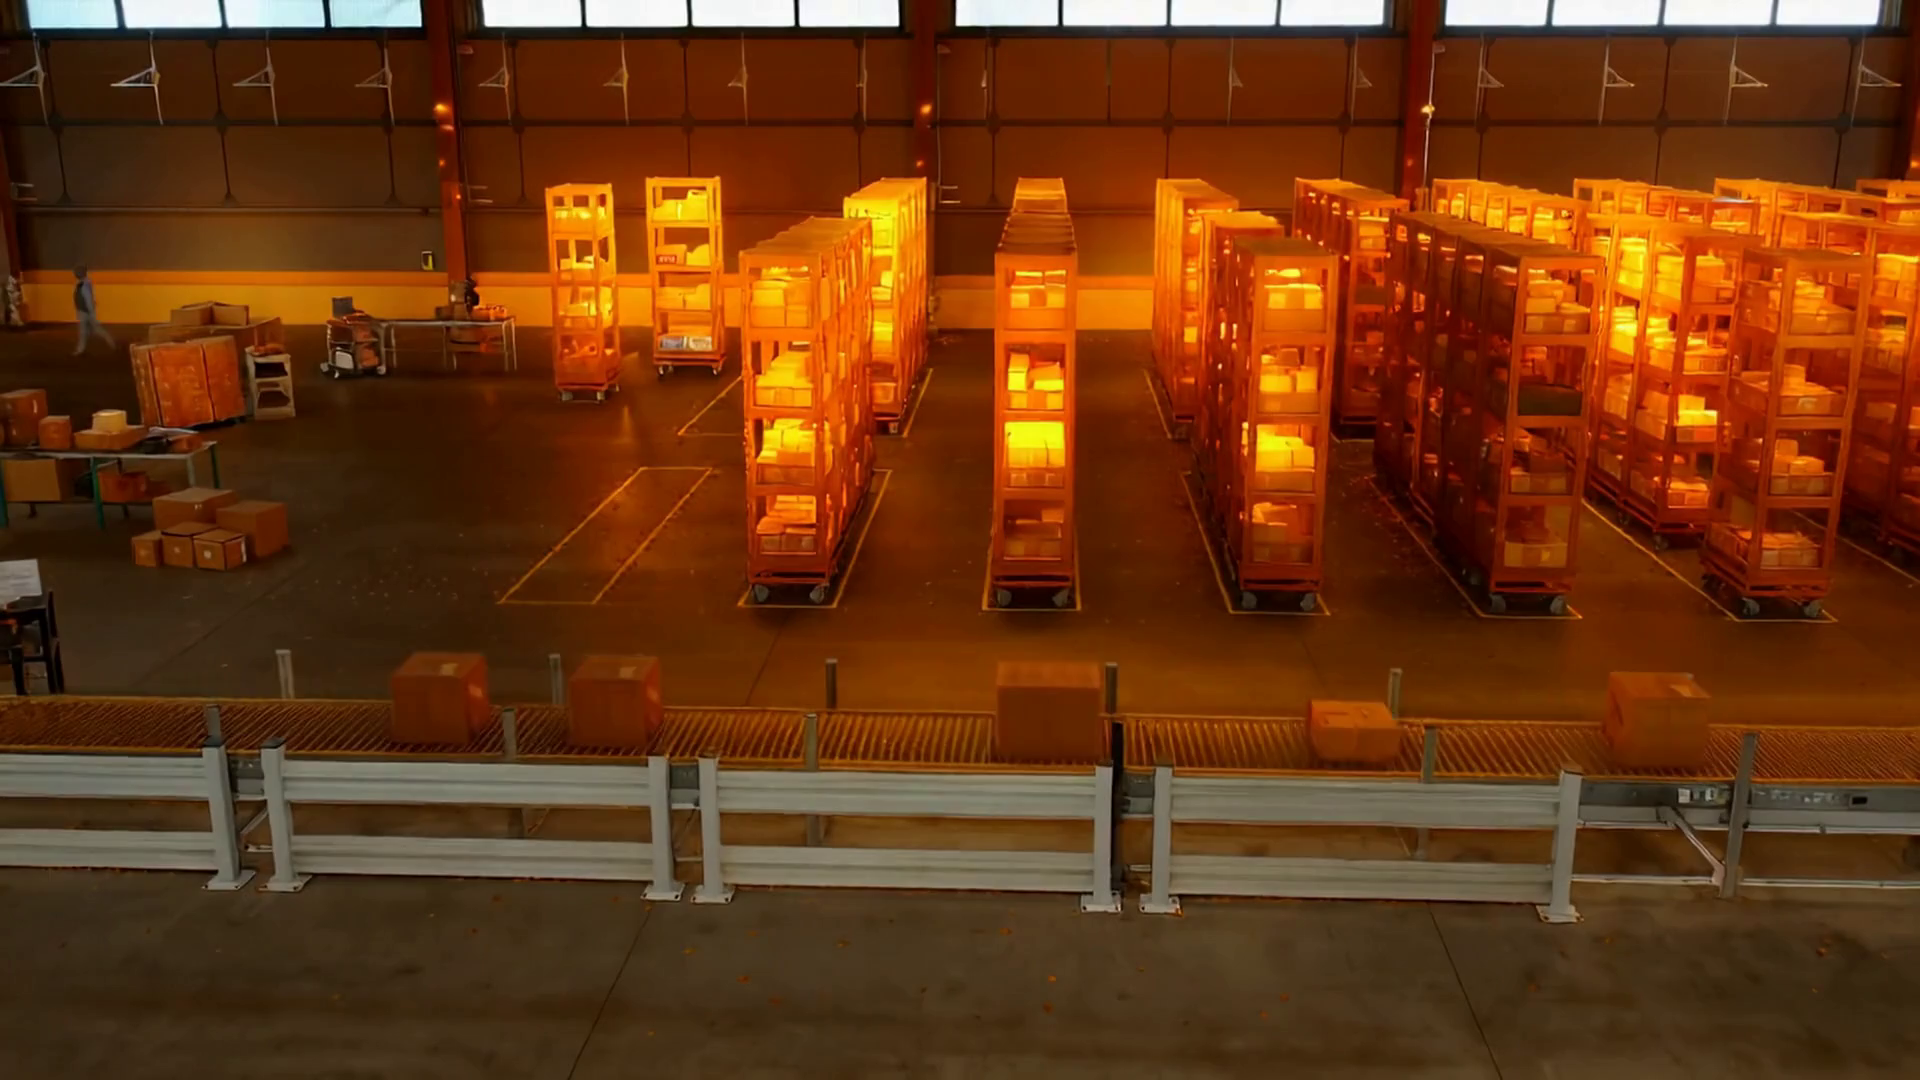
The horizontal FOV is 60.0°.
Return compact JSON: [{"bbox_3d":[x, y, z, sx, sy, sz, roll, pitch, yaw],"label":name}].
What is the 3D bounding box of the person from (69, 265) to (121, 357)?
[{"bbox_3d":[-17.271,-4.556,33.047,0.900,1.807,0.643,-7,17,-25],"label":"person"}]
